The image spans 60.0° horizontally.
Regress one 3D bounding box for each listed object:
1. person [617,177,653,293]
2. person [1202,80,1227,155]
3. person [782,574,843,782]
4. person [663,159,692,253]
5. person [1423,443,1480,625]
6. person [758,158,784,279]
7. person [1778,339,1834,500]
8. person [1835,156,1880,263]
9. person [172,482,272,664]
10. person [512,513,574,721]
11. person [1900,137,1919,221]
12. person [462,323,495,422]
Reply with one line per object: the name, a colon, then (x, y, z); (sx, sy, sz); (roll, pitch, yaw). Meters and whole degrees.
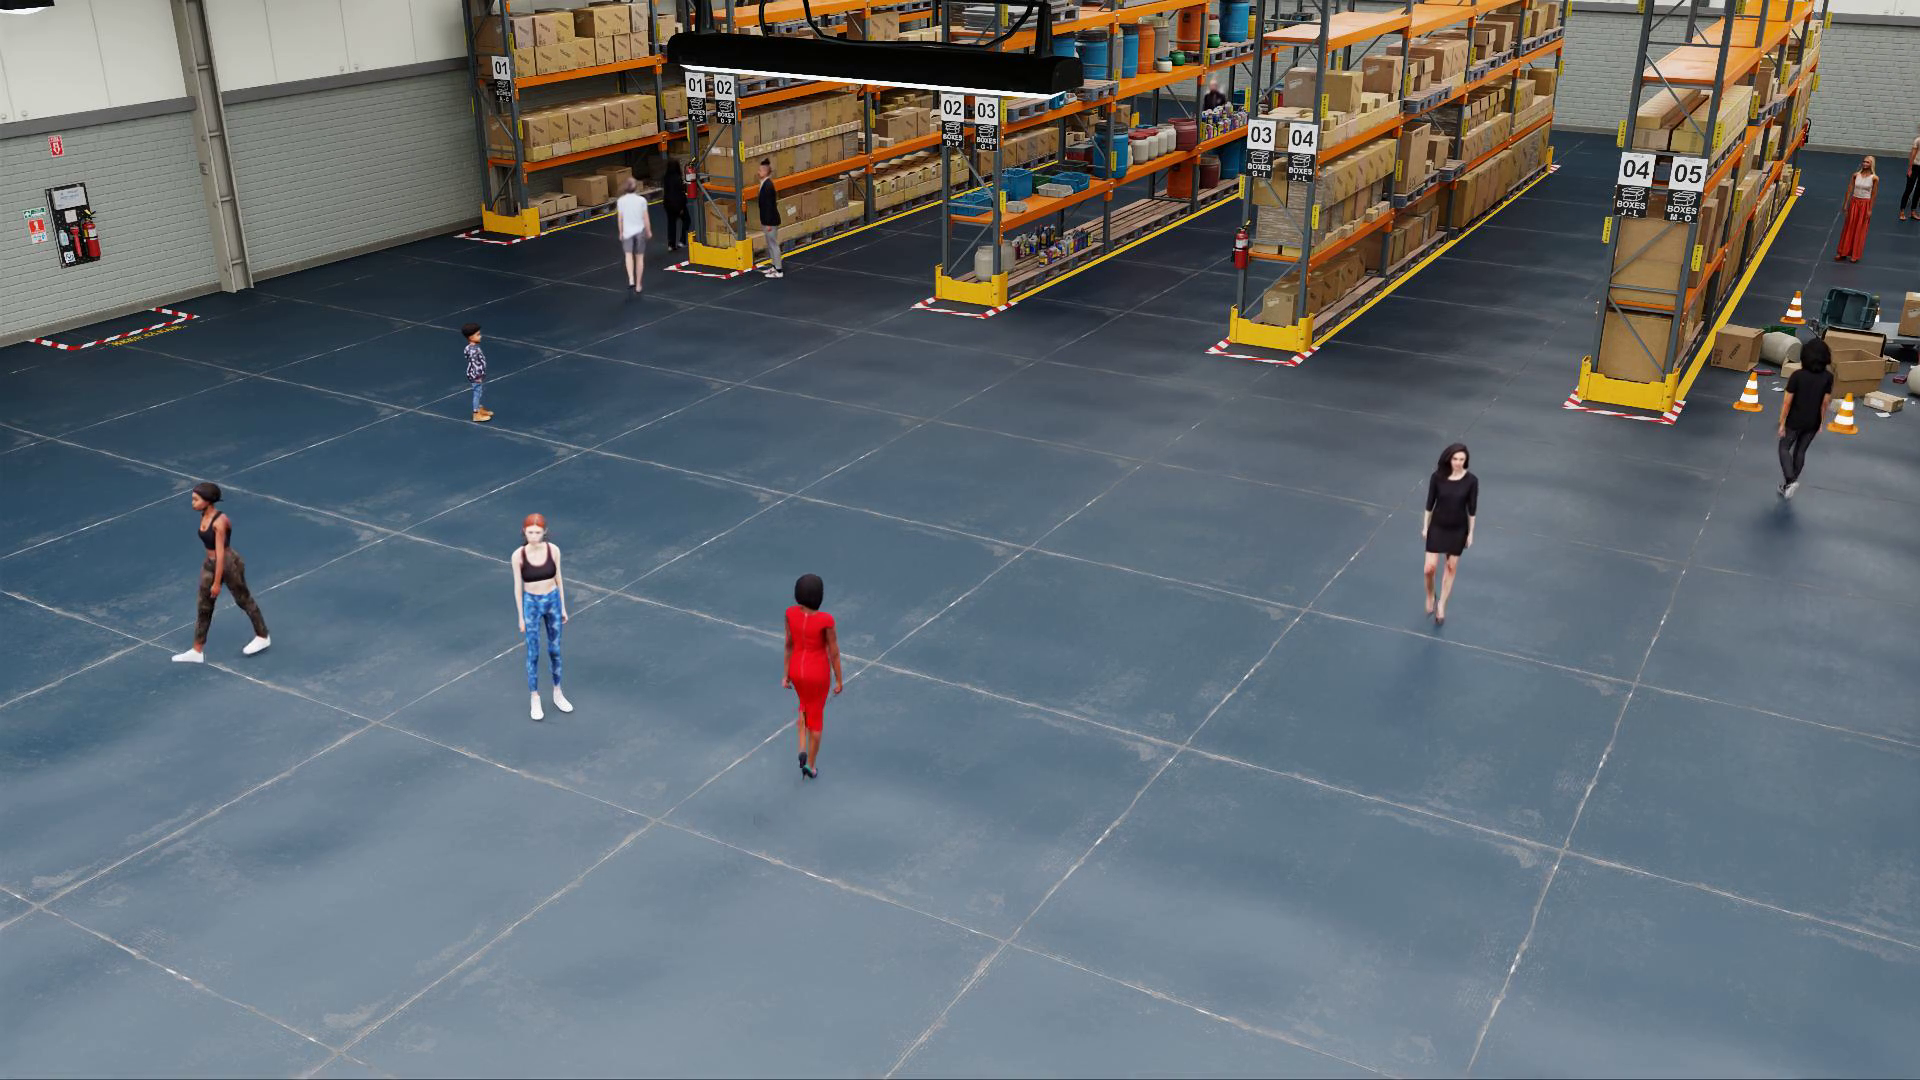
person: (-5.222, -4.858, 26.592); (0.768, 1.818, 0.798); (-2, 23, -5)
person: (5.661, -9.329, 37.121); (0.887, 1.808, 1.173); (5, 24, 11)
person: (-1.183, 1.093, 12.707); (0.643, 1.734, 0.632); (9, 25, 20)
person: (-5.056, -5.848, 29.206); (0.633, 1.597, 0.620); (12, 26, 27)
person: (4.521, -0.077, 15.385); (0.666, 1.791, 0.674); (7, 24, 16)
person: (-3.139, -5.336, 27.555); (0.848, 1.946, 0.786); (-6, 24, -15)
person: (9.230, -1.280, 18.184); (0.817, 1.816, 0.976); (4, 23, 9)
person: (15.464, -5.693, 28.579); (0.689, 1.801, 0.704); (-19, 29, -37)
person: (-6.426, 0.271, 14.733); (0.738, 1.661, 1.106); (18, 29, 37)
person: (-3.463, 0.610, 13.776); (0.661, 1.787, 0.737); (-12, 26, -26)
person: (18.274, -7.037, 31.706); (0.679, 1.827, 0.694); (-1, 23, -2)
person: (-6.073, -2.118, 20.878); (0.626, 1.248, 0.549); (-2, 23, -6)
